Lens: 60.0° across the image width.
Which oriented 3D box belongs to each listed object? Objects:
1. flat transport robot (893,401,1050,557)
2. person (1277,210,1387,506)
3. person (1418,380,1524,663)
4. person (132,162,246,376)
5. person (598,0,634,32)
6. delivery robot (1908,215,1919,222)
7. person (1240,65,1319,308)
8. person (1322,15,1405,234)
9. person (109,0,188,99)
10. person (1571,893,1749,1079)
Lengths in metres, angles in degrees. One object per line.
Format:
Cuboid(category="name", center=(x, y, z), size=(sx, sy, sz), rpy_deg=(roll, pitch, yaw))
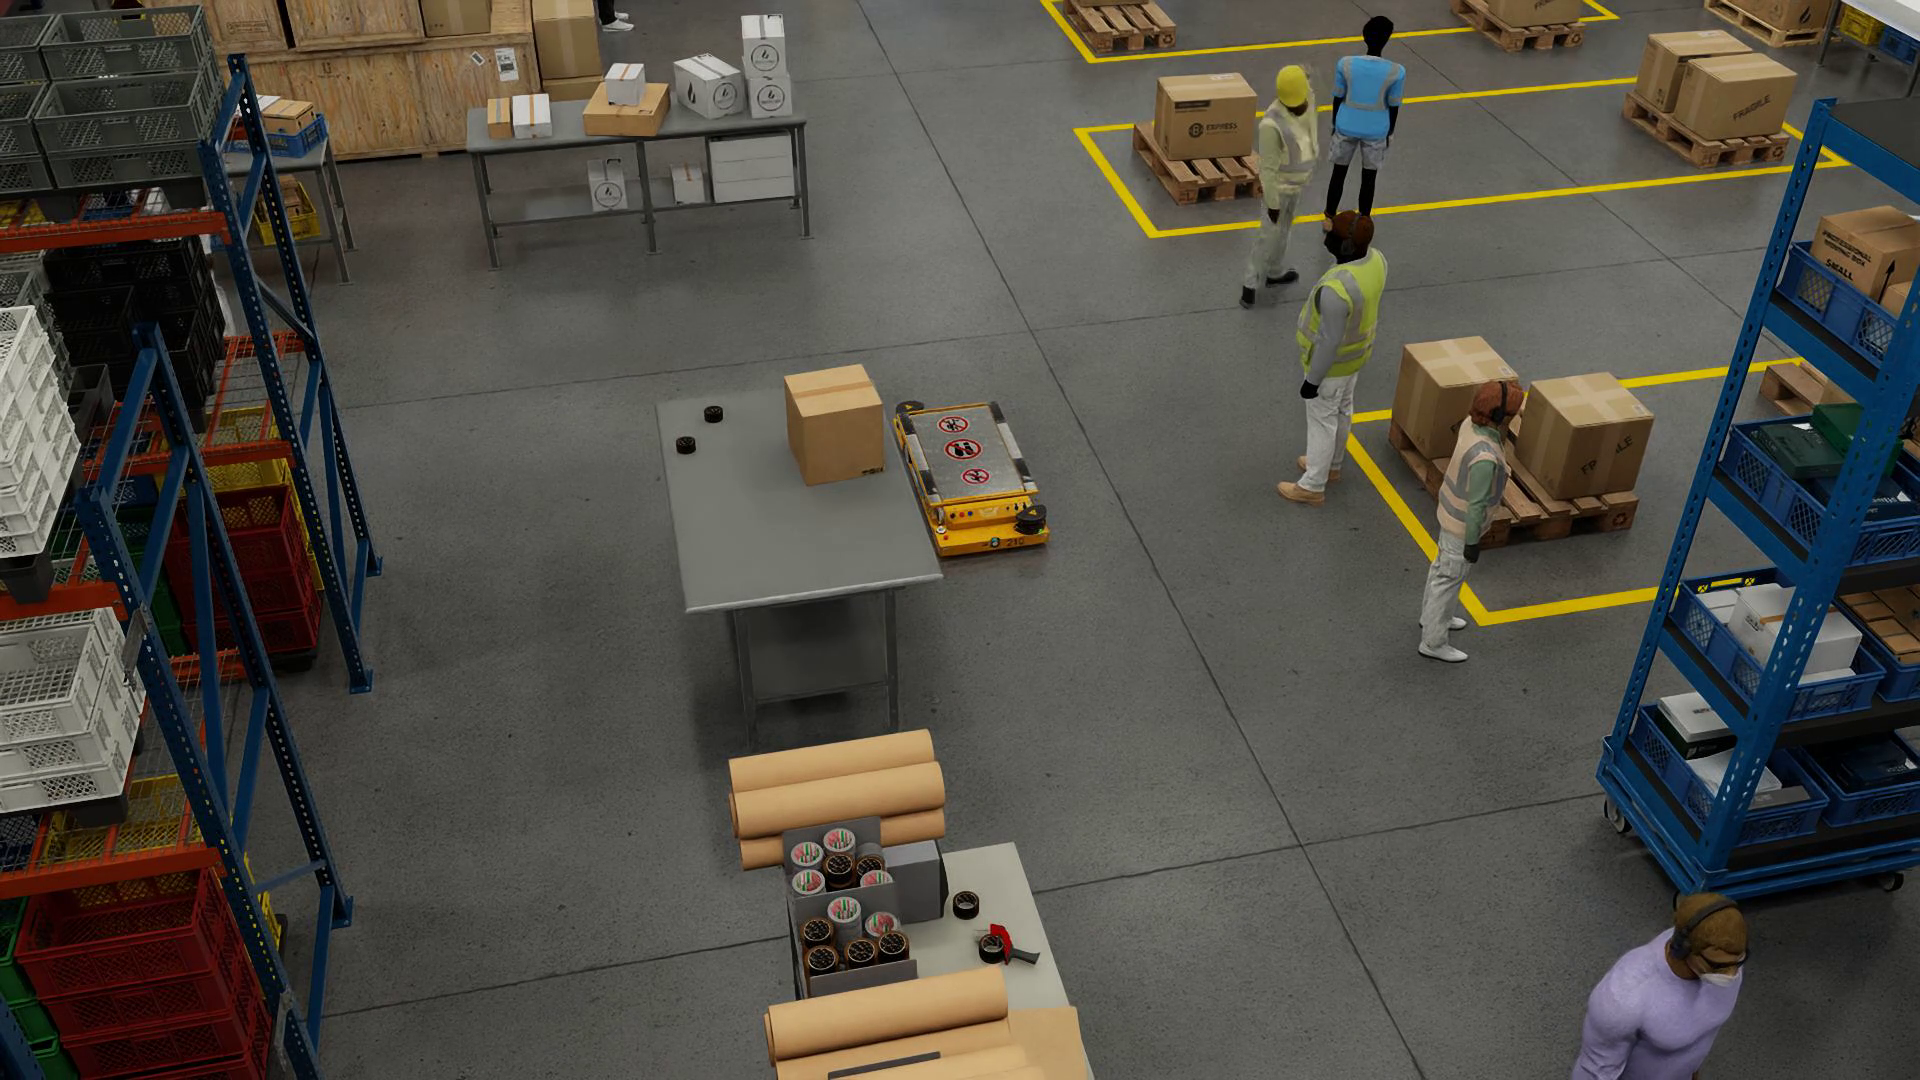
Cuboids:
Cuboid(category="flat transport robot", center=(0.046, -0.430, 10.108), size=(0.652, 0.197, 1.431), rpy_deg=(-8, 37, -10))
Cuboid(category="person", center=(2.153, -1.058, 9.644), size=(0.429, 1.846, 0.629), rpy_deg=(21, 42, 26))
Cuboid(category="person", center=(2.596, -0.104, 8.539), size=(0.313, 1.634, 0.514), rpy_deg=(6, 37, 8))
Cuboid(category="person", center=(-5.094, -1.962, 10.825), size=(0.584, 1.883, 0.337), rpy_deg=(18, 40, 22))
Cuboid(category="person", center=(-3.454, -5.925, 16.131), size=(0.383, 1.912, 0.584), rpy_deg=(-11, 38, -14))
Cuboid(category="delivery robot", center=(6.943, -2.116, 12.062), size=(0.477, 0.478, 0.707), rpy_deg=(12, 38, 15))
Cuboid(category="person", center=(2.290, -2.516, 11.664), size=(0.407, 1.781, 0.678), rpy_deg=(23, 42, 27))
Cuboid(category="person", center=(3.026, -3.087, 12.500), size=(0.527, 1.690, 0.318), rpy_deg=(14, 39, 19))
Cuboid(category="person", center=(-5.986, -3.153, 12.439), size=(0.534, 1.868, 0.309), rpy_deg=(-17, 40, -21))
Cuboid(category="person", center=(2.288, 1.859, 5.647), size=(0.635, 1.936, 0.354), rpy_deg=(-20, 41, -25))
